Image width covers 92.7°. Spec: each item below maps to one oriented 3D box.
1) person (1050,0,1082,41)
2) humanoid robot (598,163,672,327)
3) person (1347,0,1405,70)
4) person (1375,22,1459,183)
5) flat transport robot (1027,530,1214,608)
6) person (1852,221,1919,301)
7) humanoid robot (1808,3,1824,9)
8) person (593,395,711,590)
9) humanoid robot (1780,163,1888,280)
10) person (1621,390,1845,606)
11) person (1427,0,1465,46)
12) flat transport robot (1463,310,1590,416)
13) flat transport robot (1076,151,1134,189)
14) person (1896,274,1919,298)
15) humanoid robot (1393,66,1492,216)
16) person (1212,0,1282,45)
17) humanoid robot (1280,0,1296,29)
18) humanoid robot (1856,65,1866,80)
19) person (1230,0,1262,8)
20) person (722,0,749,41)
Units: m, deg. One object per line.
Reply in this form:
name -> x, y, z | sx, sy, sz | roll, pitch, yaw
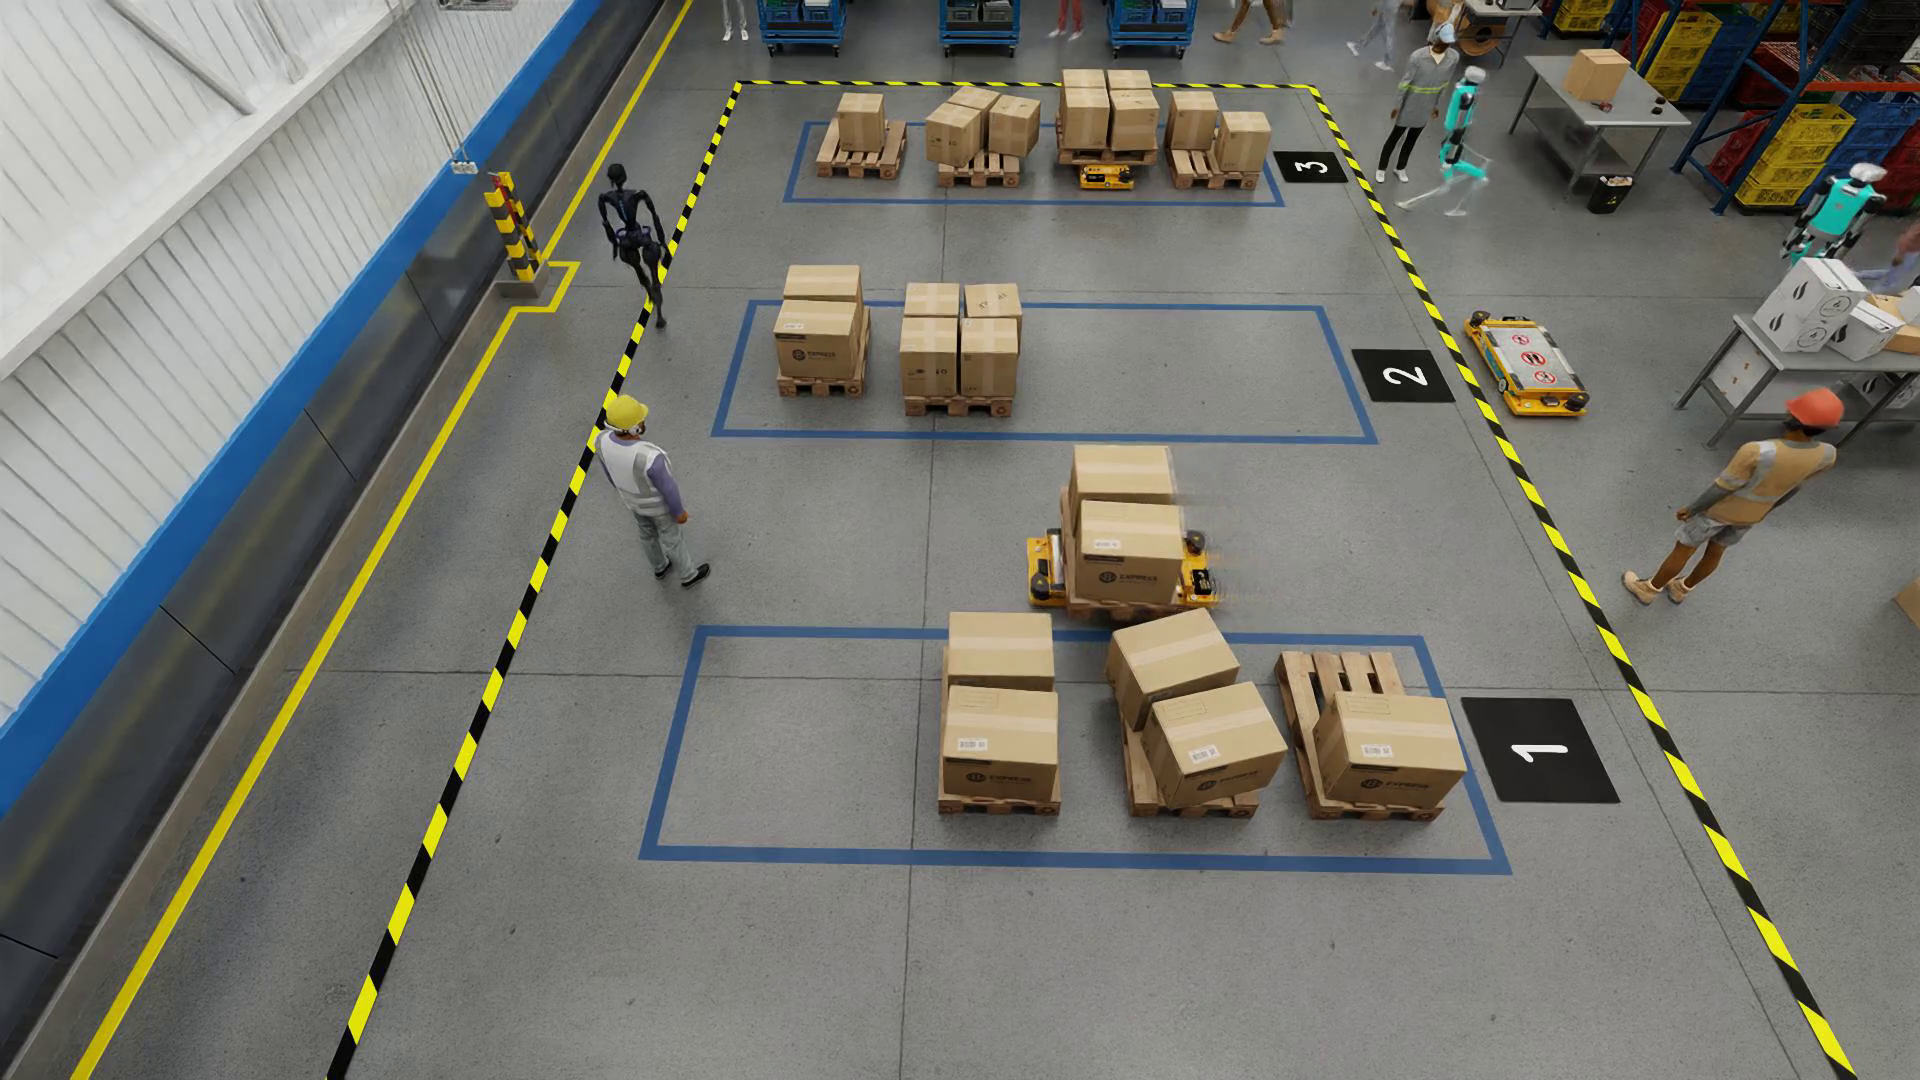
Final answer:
person -> 1.714, -8.691, 13.969 | 0.380, 1.918, 0.595 | -35, 58, -27
humanoid robot -> -3.242, -2.955, 9.193 | 0.589, 1.635, 0.772 | -6, 49, -6
person -> 6.224, -7.867, 13.397 | 0.496, 1.689, 0.889 | -36, 58, -27
person -> 5.498, -5.207, 10.992 | 0.599, 1.850, 0.389 | -1, 49, -1
flat transport robot -> 1.267, 0.215, 7.329 | 1.431, 0.197, 0.652 | 1, 49, 1
person -> 9.415, -2.947, 9.106 | 0.556, 1.736, 0.600 | -24, 53, -19
humanoid robot -> 12.767, -8.260, 13.780 | 0.793, 1.621, 0.609 | -19, 52, -16
person -> -2.279, -0.329, 6.783 | 0.597, 1.830, 0.403 | 21, 52, 17
humanoid robot -> 8.519, -2.878, 9.115 | 0.767, 1.859, 0.536 | -25, 54, -20
person -> 5.534, -0.250, 6.576 | 0.605, 2.047, 0.366 | 0, 49, 0
person -> 6.654, -7.193, 12.663 | 0.381, 1.927, 0.545 | 4, 49, 4
flat transport robot -> 5.573, -1.757, 9.054 | 0.659, 0.231, 1.431 | 1, 49, 1
flat transport robot -> 1.845, -4.982, 11.827 | 0.652, 0.197, 1.431 | 1, 49, 1
person -> 10.366, -3.165, 9.241 | 0.332, 1.836, 0.505 | -26, 54, -21
humanoid robot -> 5.727, -4.421, 10.411 | 1.048, 1.742, 0.542 | 10, 50, 9
person -> 4.566, -8.503, 13.760 | 1.068, 1.986, 0.627 | 13, 50, 11
humanoid robot -> 5.338, -8.873, 14.245 | 0.785, 1.783, 0.559 | 32, 56, 25
humanoid robot -> 13.206, -7.524, 13.141 | 0.589, 1.638, 0.745 | -1, 49, -1
person -> 4.815, -9.606, 14.806 | 0.733, 1.846, 0.520 | -15, 51, -13
person -> -3.550, -8.621, 13.936 | 0.507, 1.872, 0.328 | 0, 49, 0
